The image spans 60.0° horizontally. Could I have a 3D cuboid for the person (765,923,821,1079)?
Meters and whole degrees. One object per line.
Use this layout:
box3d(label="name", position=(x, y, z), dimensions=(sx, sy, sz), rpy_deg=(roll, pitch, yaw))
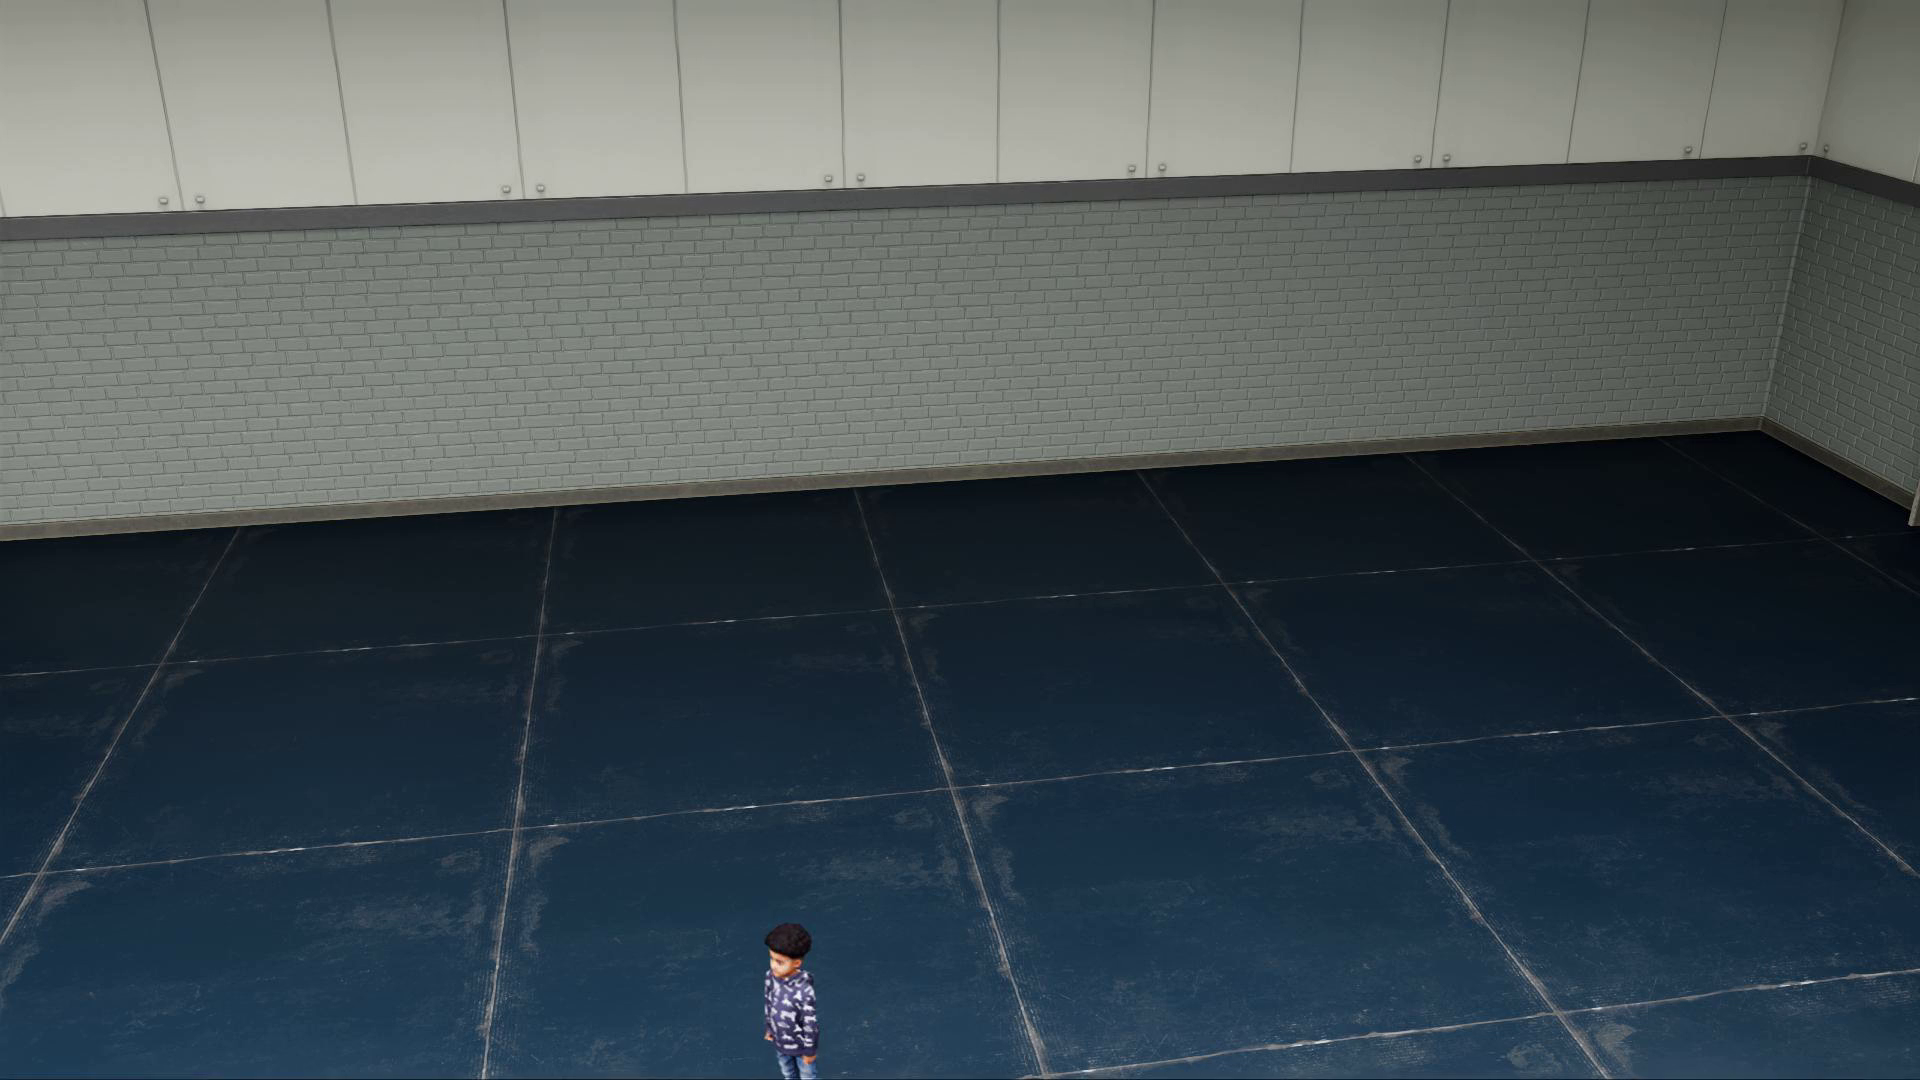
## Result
box3d(label="person", position=(-0.832, 2.482, 8.434), dimensions=(0.554, 1.246, 0.629), rpy_deg=(19, 30, 37))
